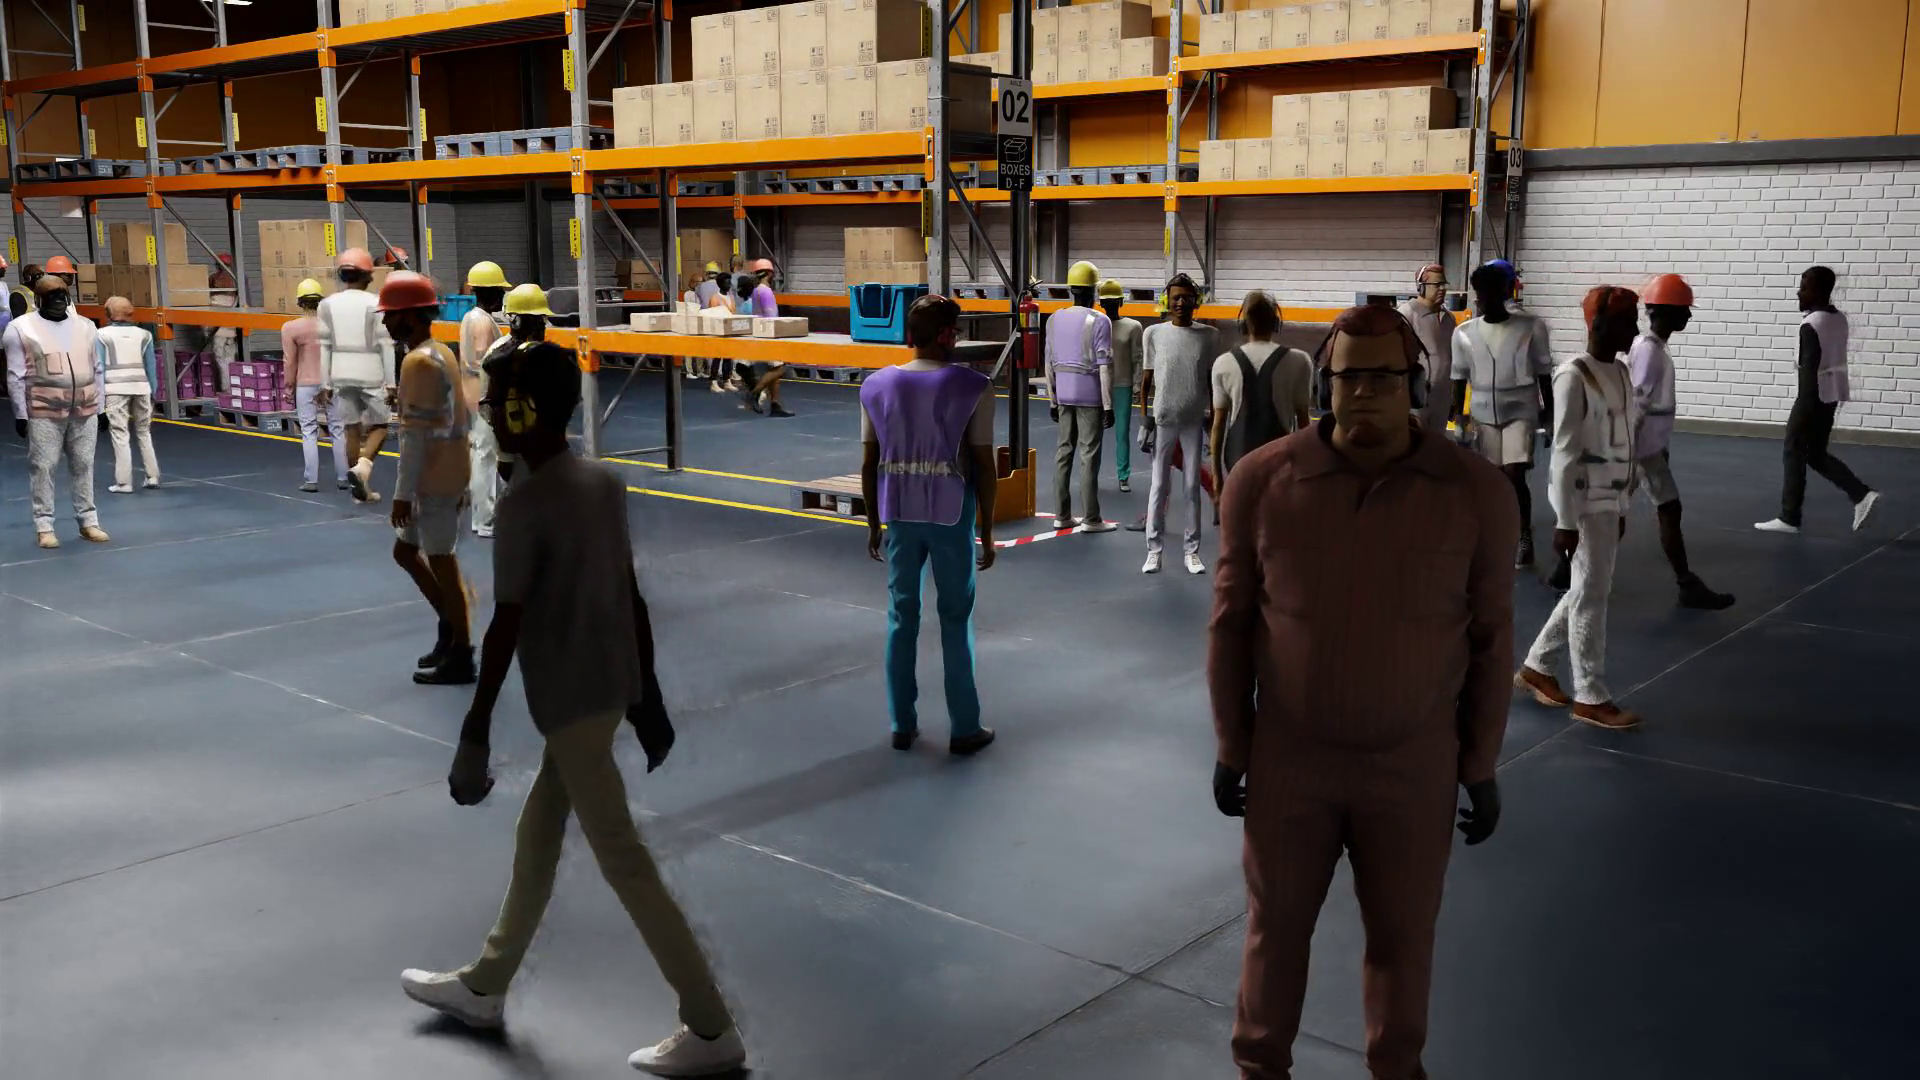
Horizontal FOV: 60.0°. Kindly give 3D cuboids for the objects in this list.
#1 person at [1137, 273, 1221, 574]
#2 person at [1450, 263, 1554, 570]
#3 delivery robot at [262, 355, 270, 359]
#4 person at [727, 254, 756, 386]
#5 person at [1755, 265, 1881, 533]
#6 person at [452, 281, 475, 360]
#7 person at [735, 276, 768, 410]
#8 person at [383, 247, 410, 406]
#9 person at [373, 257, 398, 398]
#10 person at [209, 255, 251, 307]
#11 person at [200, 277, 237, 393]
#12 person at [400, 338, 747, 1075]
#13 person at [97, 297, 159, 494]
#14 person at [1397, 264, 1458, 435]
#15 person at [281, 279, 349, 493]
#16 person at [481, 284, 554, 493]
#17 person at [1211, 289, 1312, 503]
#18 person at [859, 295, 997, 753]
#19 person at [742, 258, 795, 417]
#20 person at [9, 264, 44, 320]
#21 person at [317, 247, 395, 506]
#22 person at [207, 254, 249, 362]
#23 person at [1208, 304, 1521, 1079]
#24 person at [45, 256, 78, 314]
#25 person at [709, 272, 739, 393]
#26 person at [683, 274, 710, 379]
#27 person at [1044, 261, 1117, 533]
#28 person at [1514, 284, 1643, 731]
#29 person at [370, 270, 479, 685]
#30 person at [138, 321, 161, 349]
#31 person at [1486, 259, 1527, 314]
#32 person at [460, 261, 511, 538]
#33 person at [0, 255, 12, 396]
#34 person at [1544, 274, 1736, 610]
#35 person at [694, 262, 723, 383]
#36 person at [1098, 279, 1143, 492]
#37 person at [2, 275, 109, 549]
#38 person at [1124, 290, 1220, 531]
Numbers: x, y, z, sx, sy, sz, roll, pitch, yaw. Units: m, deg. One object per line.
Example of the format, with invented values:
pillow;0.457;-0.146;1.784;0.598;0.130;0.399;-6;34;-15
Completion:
person;1.363;-0.718;10.357;0.513;1.872;0.328;0;10;3
person;3.403;-0.768;10.464;0.648;1.929;0.520;7;12;37
delivery robot;-9.515;-2.299;22.830;0.707;0.478;0.477;6;12;32
person;-3.276;-3.243;24.538;0.372;1.940;0.630;7;12;35
person;6.073;-0.966;11.678;0.597;1.902;0.691;-9;13;-41
person;-6.531;-2.653;22.184;0.505;1.583;0.869;-2;10;-9
person;-2.647;-2.437;20.661;0.368;1.680;0.553;-2;10;-12
person;-7.140;-2.721;21.294;0.391;2.034;0.605;-5;11;-27
person;-7.760;-2.869;22.555;0.929;1.891;0.652;9;13;41
person;-12.440;-3.909;28.414;0.636;1.911;0.404;-3;10;-18
person;-10.172;-2.791;22.869;0.394;1.625;0.522;4;11;20
person;-0.978;0.418;4.078;1.018;1.808;0.521;2;10;12
person;-6.910;-1.201;13.804;0.379;1.614;0.518;9;13;40
person;3.337;-1.009;11.908;0.639;1.908;0.409;-7;12;-34
person;-5.352;-1.277;13.831;0.523;1.769;0.314;-7;12;-36
person;-2.483;-0.554;9.574;0.405;1.824;0.586;3;10;17
person;1.521;-0.361;8.478;0.524;1.821;0.756;4;11;19
person;-0.130;-0.053;6.664;0.564;1.837;0.395;3;10;18
person;-2.277;-2.394;19.812;0.565;1.897;0.587;-3;10;-16
person;-11.056;-2.386;19.960;0.429;1.837;0.626;1;10;7
person;-4.687;-1.247;12.910;0.620;2.029;0.631;1;10;5
person;-11.190;-3.384;25.388;0.587;1.937;1.067;-1;10;-7
person;0.847;0.456;3.567;0.642;1.909;0.399;2;10;13
person;-9.464;-2.026;17.605;0.360;1.939;0.543;-3;10;-15
person;-3.318;-2.905;23.331;0.320;1.688;0.534;5;11;27
person;-4.096;-3.319;25.865;0.277;1.629;0.496;7;12;35
person;0.867;-1.011;11.853;0.593;1.930;0.355;9;14;42
person;2.696;-0.148;7.139;0.564;1.888;0.596;9;13;41
person;-2.462;-0.272;7.673;0.450;1.921;0.562;-2;10;-11
person;-13.360;-3.580;27.452;0.748;1.574;0.513;-6;11;-30
person;4.012;-1.114;12.414;0.403;1.938;0.602;0;10;1
person;-3.307;-0.978;11.672;0.379;1.928;0.585;-4;11;-21
person;-13.217;-2.960;22.929;0.355;1.939;0.543;-1;10;-6
person;3.867;-0.561;9.449;1.020;1.887;0.565;4;11;21
person;-3.699;-3.253;25.024;0.637;1.802;0.668;2;10;11
person;1.249;-1.273;13.809;0.533;1.767;0.312;2;10;9
person;-6.115;-0.874;11.323;0.429;1.841;0.633;8;13;38
person;1.577;-0.922;11.859;0.714;1.745;0.549;3;10;14
